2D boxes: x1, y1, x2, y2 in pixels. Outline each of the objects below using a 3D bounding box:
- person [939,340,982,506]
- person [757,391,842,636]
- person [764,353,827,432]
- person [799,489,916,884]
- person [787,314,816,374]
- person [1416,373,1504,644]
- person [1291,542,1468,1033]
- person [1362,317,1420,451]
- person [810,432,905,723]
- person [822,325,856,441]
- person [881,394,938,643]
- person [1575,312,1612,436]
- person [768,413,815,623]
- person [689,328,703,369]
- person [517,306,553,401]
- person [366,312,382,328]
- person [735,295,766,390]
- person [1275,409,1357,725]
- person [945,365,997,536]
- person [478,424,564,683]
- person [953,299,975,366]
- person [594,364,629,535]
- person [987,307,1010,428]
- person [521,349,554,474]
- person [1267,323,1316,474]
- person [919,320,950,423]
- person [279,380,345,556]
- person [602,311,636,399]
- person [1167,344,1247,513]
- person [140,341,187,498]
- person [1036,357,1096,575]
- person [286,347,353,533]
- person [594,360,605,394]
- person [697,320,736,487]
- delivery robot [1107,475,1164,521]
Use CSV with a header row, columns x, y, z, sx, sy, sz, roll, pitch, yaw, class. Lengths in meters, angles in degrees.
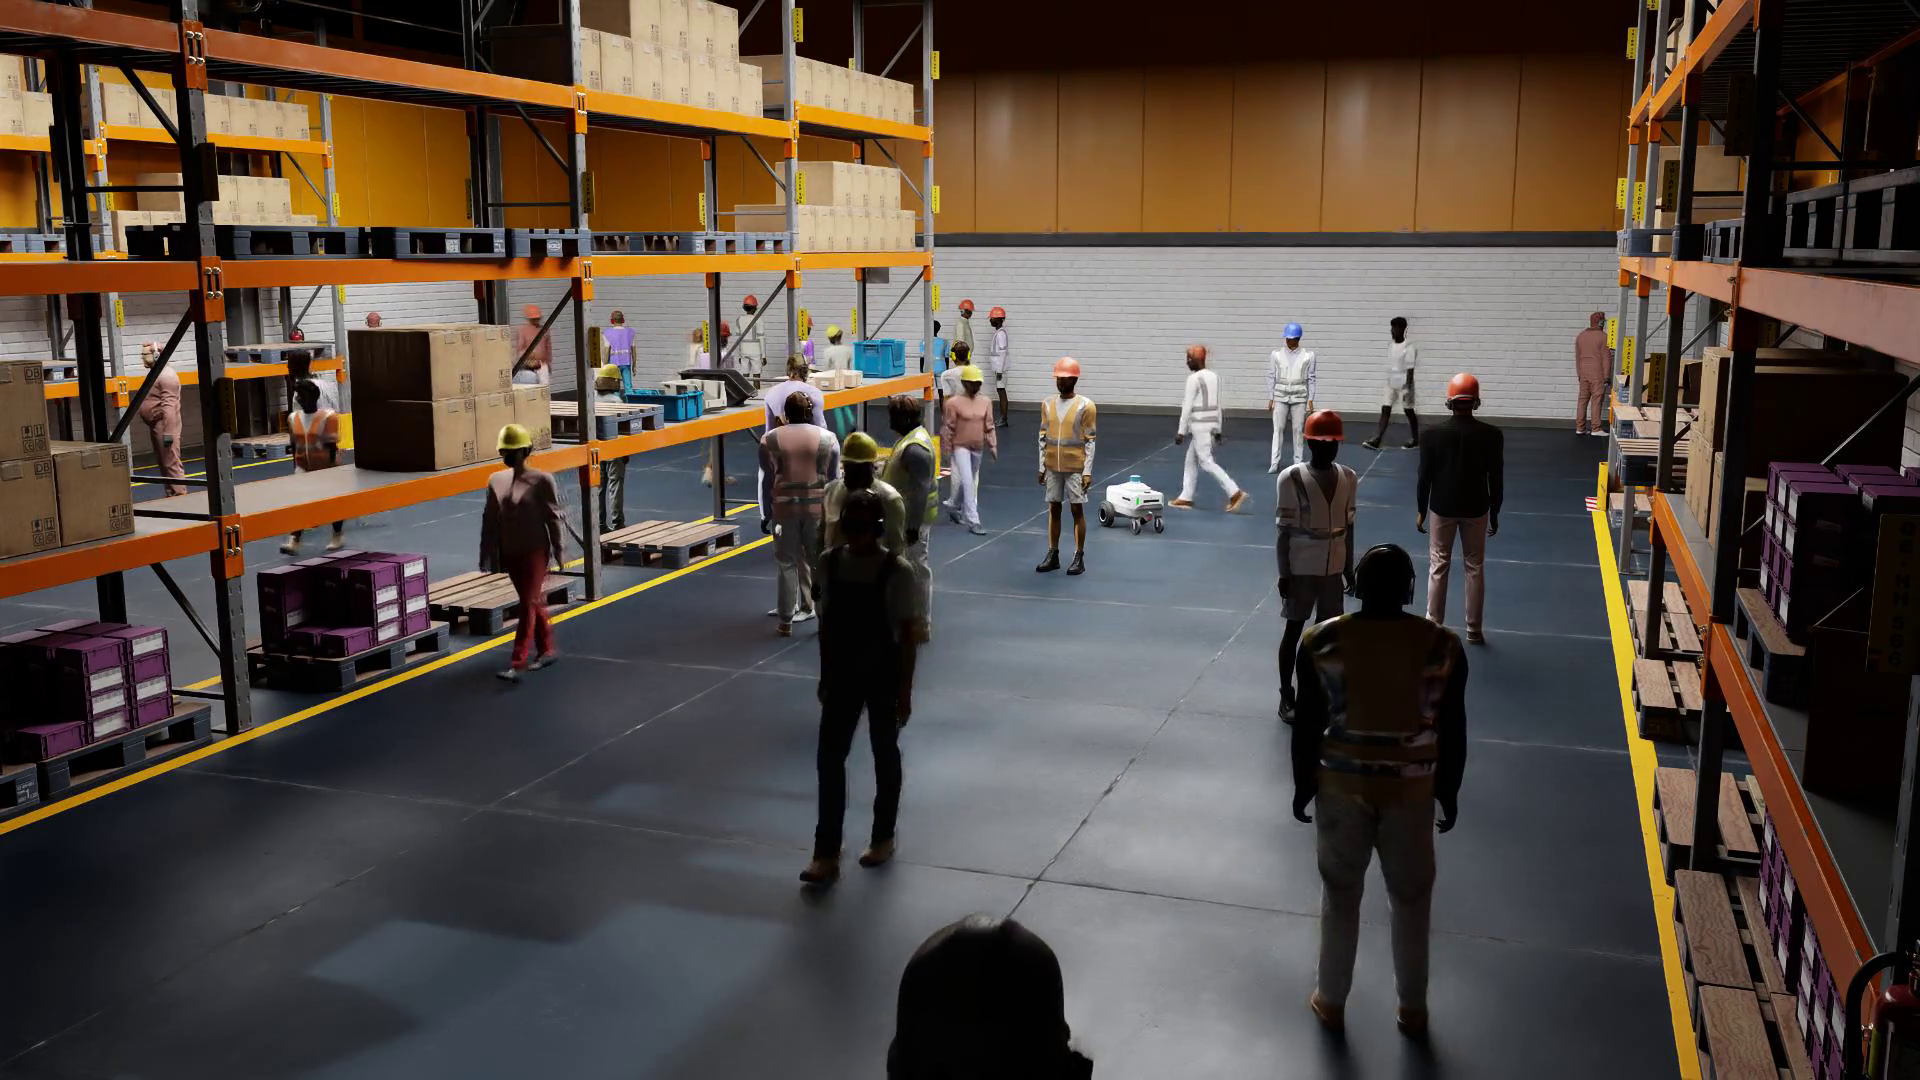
x,y,z,sx,sy,sz,roll,pitch,yaw,class
0.011,-1.300,18.623,0.511,1.872,0.328,-5,11,-24,person
-1.193,-0.193,12.477,0.630,1.839,0.429,-1,10,-5,person
-1.506,-0.766,15.442,0.627,1.934,0.371,5,11,26,person
-0.481,0.679,7.618,0.553,1.814,0.815,4,11,21,person
-2.258,-2.305,24.090,0.548,1.938,0.358,9,14,42,person
3.658,-0.224,12.202,0.612,1.997,0.375,2,10,12,person
1.548,0.921,6.198,0.634,1.841,0.429,1,10,8,person
6.203,-2.201,23.587,1.024,1.906,0.618,-6,11,-28,person
-0.593,0.207,10.335,0.587,1.801,0.842,7,12,33,person
-1.813,-2.335,24.793,0.519,1.744,0.422,-7,12,-35,person
-0.378,-0.153,12.286,0.429,1.836,0.637,-1,10,-6,person
9.742,-2.543,25.523,0.408,1.908,0.641,-5,11,-26,person
-1.307,-0.181,12.970,0.308,1.639,0.524,-7,12,-35,person
-4.062,-2.505,26.086,0.416,1.623,0.530,-6,12,-30,person
-7.023,-2.903,27.483,0.663,1.932,1.053,-7,12,-35,person
-8.894,-2.522,25.395,0.636,1.911,0.406,-5,11,-24,person
-3.654,-3.268,29.206,0.607,2.048,0.368,5,11,27,person
2.192,0.164,10.184,0.543,1.939,0.360,-3,11,-18,person
0.078,-0.953,17.102,0.538,1.720,0.922,-6,12,-30,person
-2.990,0.092,11.154,0.553,1.723,0.870,4,11,21,person
0.081,-3.151,28.711,0.400,1.987,0.612,1,10,7,person
-3.513,-0.901,16.758,0.484,1.735,0.311,7,12,33,person
0.618,-2.765,26.678,0.373,1.939,0.545,0,10,0,person
-5.353,-1.601,21.040,0.617,1.609,0.525,-5,11,-25,person
4.230,-1.804,21.259,0.602,1.941,0.402,3,11,16,person
-0.423,-2.753,27.290,0.541,1.695,0.316,-3,11,-18,person
-6.115,-0.669,15.669,0.538,1.656,0.848,1,10,5,person
-5.618,-2.864,27.503,0.572,1.840,0.373,-7,12,-33,person
2.731,-1.220,18.257,0.924,1.851,0.587,7,12,33,person
-8.627,-1.196,17.969,0.402,1.901,0.647,-8,13,-37,person
0.936,-0.658,14.805,0.545,1.942,0.354,6,12,29,person
-6.565,-1.015,16.932,0.681,1.902,0.615,-4,11,-20,person
-4.987,-1.891,22.591,0.307,1.643,0.521,4,11,20,person
-2.991,-1.636,20.185,0.618,2.017,0.740,9,14,43,person
1.800,-0.420,17.105,0.477,0.478,0.707,-4,11,-22,delivery robot
